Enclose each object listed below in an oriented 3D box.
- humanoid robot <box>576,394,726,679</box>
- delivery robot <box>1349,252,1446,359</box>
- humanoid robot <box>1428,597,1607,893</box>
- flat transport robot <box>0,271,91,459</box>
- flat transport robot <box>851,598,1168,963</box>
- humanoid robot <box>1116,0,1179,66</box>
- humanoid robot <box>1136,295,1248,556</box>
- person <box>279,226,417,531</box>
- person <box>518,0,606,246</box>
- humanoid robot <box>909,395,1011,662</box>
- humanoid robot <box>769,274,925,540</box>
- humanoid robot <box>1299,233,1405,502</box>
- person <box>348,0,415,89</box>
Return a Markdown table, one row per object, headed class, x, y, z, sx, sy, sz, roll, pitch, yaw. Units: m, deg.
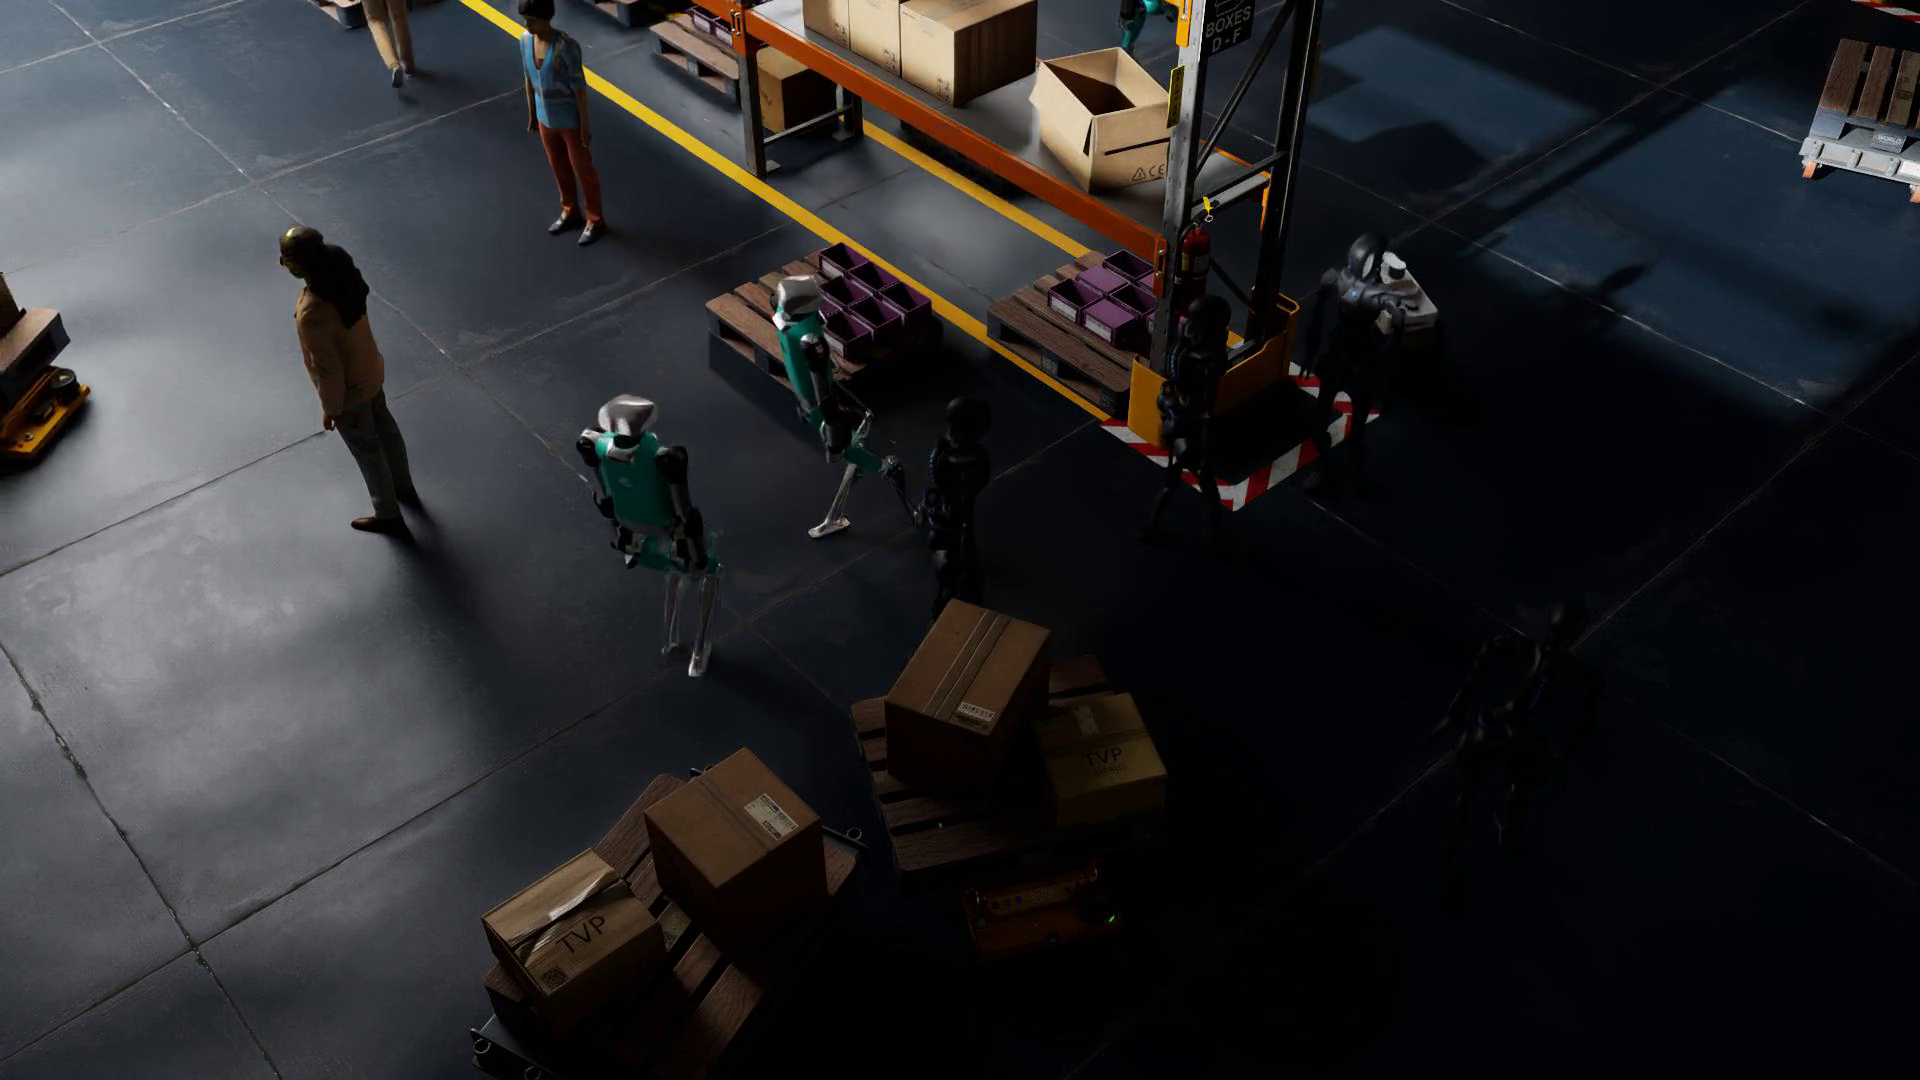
| class | x | y | z | sx | sy | sz | roll | pitch | yaw |
| --- | --- | --- | --- | --- | --- | --- | --- | --- | --- |
| humanoid robot | -1.395 | -0.058 | 8.075 | 0.550 | 1.798 | 0.674 | 14 | 44 | 14 |
| delivery robot | 2.719 | -1.472 | 10.491 | 0.499 | 0.604 | 0.801 | -9 | 43 | -10 |
| humanoid robot | 2.355 | 0.848 | 7.156 | 0.619 | 1.643 | 0.605 | 15 | 45 | 15 |
| flat transport robot | -6.073 | -0.811 | 9.977 | 1.431 | 0.231 | 0.659 | 6 | 43 | 6 |
| flat transport robot | 0.216 | 1.257 | 7.728 | 0.659 | 0.231 | 1.431 | -10 | 44 | -11 |
| humanoid robot | 1.349 | -4.099 | 12.487 | 0.542 | 1.746 | 1.024 | -17 | 45 | -18 |
| humanoid robot | 1.267 | -0.631 | 8.758 | 0.591 | 1.641 | 0.618 | -8 | 43 | -8 |
| person | -3.221 | -0.844 | 8.830 | 0.413 | 1.876 | 0.549 | 4 | 43 | 4 |
| person | -2.662 | -2.804 | 11.046 | 0.495 | 1.759 | 0.335 | 20 | 46 | 21 |
| humanoid robot | -0.004 | -0.038 | 8.108 | 0.570 | 1.636 | 0.614 | -8 | 43 | -9 |
| humanoid robot | -0.508 | -0.676 | 8.797 | 0.901 | 1.831 | 0.558 | -19 | 46 | -19 |
| humanoid robot | 2.138 | -0.945 | 9.084 | 0.609 | 1.654 | 0.321 | 32 | 51 | 30 |
| person | -4.426 | -4.285 | 12.670 | 0.574 | 1.721 | 0.574 | -14 | 44 | -15 |
